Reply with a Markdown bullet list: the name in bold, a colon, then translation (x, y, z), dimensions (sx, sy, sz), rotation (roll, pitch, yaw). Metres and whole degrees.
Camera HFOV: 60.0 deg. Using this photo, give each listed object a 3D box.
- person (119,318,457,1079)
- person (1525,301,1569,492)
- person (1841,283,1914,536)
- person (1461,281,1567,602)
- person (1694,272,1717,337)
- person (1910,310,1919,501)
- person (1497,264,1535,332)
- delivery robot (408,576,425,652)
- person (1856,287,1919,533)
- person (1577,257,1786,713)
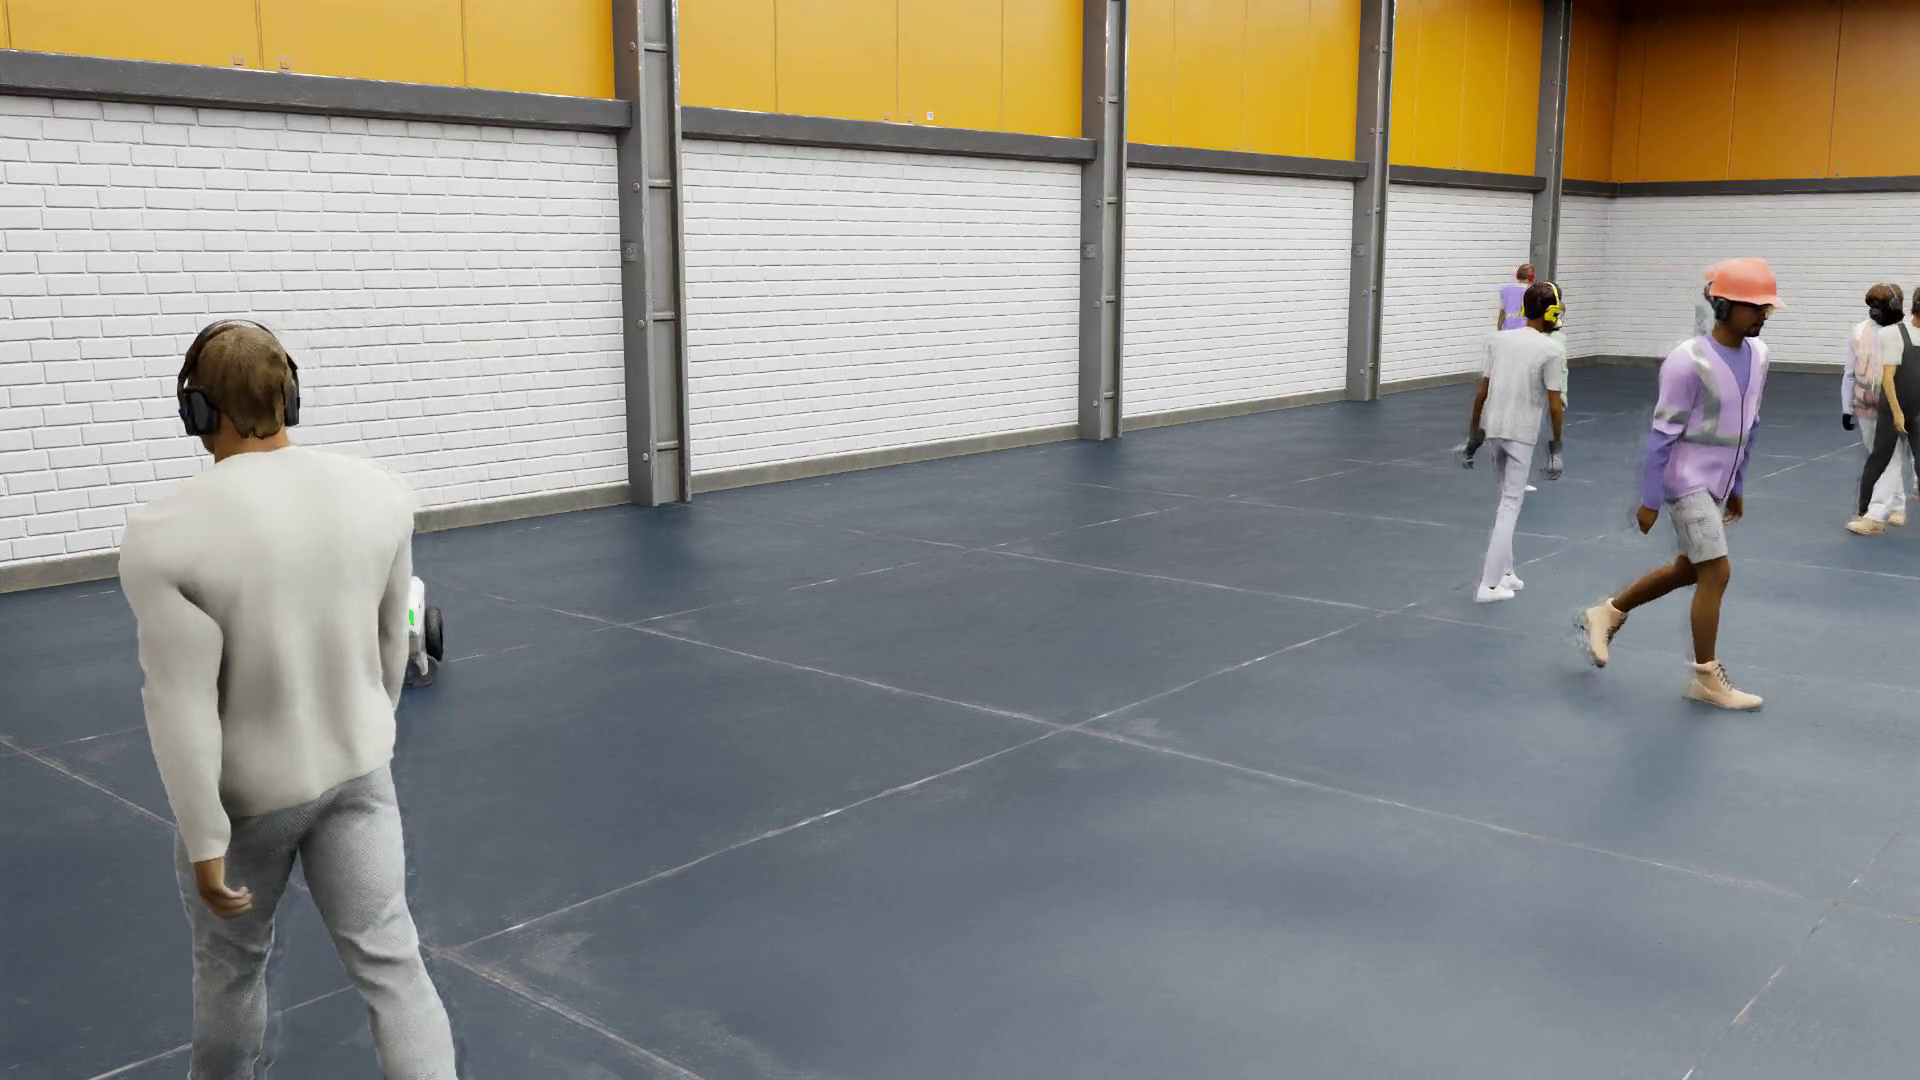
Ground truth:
- **person**: translation (-1.364, 0.498, 3.411), dimensions (1.039, 1.893, 0.631), rotation (9, 13, 40)
- **person**: translation (4.780, -1.195, 13.802), dimensions (0.532, 1.609, 0.411), rotation (-5, 11, -27)
- **person**: translation (6.659, -0.951, 11.943), dimensions (0.939, 1.782, 0.650), rotation (-7, 12, -34)
- **person**: translation (3.221, -0.561, 9.569), dimensions (0.660, 1.829, 0.553), rotation (-7, 12, -33)
- **person**: translation (9.390, -2.467, 20.700), dimensions (0.488, 1.732, 0.533), rotation (5, 11, 26)
- **person**: translation (7.777, -1.259, 13.136), dimensions (0.622, 1.975, 0.521), rotation (0, 10, 2)
- **person**: translation (7.309, -2.654, 21.543), dimensions (0.591, 1.809, 0.874), rotation (8, 13, 39)
- **delivery robot**: translation (-2.709, 0.338, 7.818), dimensions (0.477, 0.478, 0.707), rotation (-3, 10, -15)
- **person**: translation (6.603, -0.879, 11.526), dimensions (0.501, 1.783, 1.001), rotation (0, 10, -2)
- **person**: translation (3.230, -0.275, 7.501), dimensions (0.621, 1.997, 0.911), rotation (-7, 12, -34)
